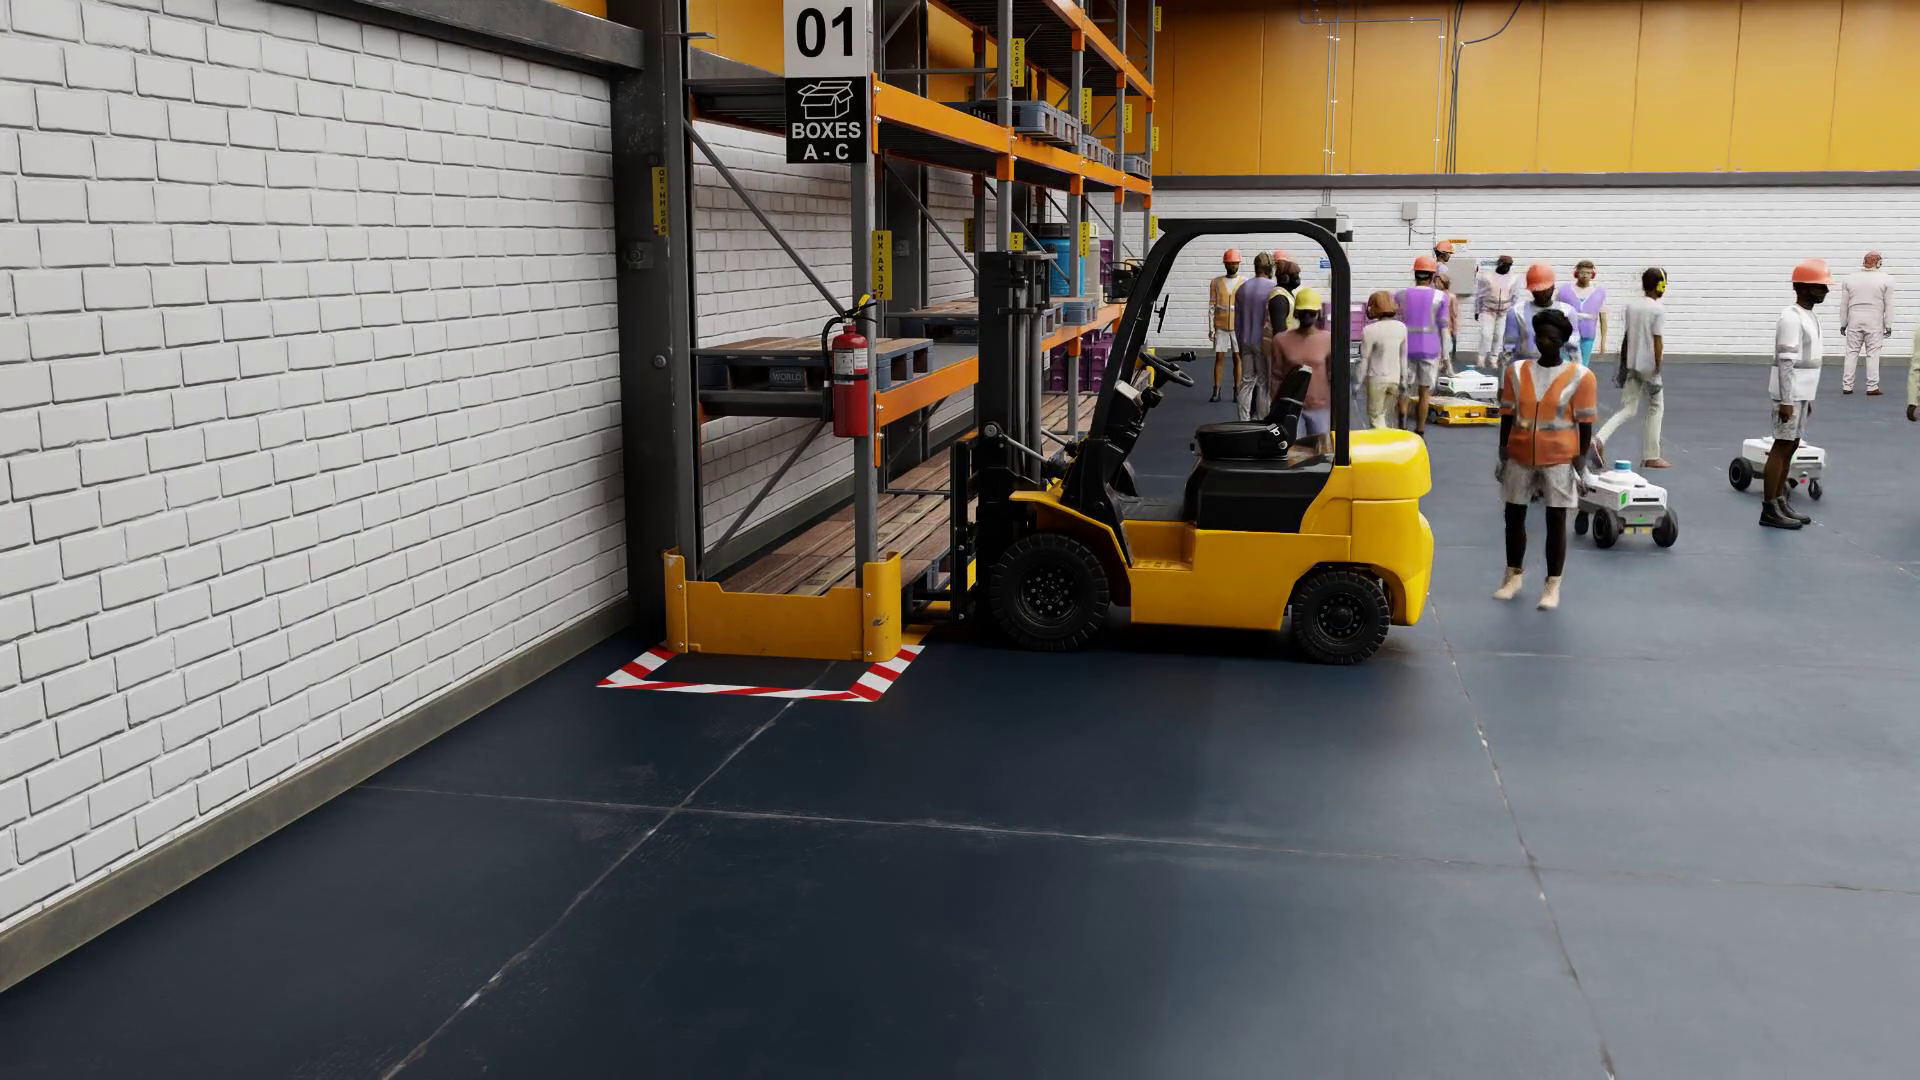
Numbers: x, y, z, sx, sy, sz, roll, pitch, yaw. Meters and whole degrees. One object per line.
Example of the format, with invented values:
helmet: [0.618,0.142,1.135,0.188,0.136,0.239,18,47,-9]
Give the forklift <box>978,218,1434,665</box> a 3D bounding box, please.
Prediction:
forklift: [1.285,-0.567,8.635,2.313,2.155,1.214,2,11,11]

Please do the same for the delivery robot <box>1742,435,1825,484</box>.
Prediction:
delivery robot: [6.677,-0.681,13.499,0.477,0.478,0.707,-1,10,-5]

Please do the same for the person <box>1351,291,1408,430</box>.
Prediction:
person: [3.640,-1.362,14.549,0.522,1.616,0.482,-6,12,-29]

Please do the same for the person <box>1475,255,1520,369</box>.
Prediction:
person: [8.502,-3.600,26.329,0.645,1.804,0.518,1,10,6]

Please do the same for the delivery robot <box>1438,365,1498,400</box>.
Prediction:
delivery robot: [6.084,-1.841,19.855,0.707,0.478,0.477,-3,11,-16]

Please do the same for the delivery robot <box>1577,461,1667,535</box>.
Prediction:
delivery robot: [4.538,-0.301,11.415,0.477,0.478,0.707,-1,10,-4]

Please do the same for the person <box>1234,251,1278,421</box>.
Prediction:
person: [3.083,-1.990,17.137,0.374,1.939,0.628,-7,13,-35]

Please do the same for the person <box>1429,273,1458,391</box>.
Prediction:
person: [6.606,-2.855,22.817,0.842,1.600,0.517,-6,12,-32]

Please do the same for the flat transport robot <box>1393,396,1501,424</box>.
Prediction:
flat transport robot: [5.562,-1.493,18.988,0.652,0.197,1.431,-2,11,-10]

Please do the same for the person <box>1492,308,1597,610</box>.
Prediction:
person: [3.298,-0.458,9.407,0.542,1.697,0.320,8,13,37]

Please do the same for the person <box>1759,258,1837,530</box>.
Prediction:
person: [6.046,-1.051,11.988,0.379,1.937,0.548,9,14,40]

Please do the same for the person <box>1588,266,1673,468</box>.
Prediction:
person: [6.092,-1.533,14.946,0.782,1.837,0.523,-4,11,-21]

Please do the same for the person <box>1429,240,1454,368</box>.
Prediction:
person: [7.687,-3.776,26.685,0.409,2.034,0.607,-1,10,-6]

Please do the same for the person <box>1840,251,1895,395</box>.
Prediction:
person: [12.033,-2.873,22.066,0.650,1.906,0.401,10,14,44]

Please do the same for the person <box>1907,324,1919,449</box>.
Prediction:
person: [7.397,-1.047,12.387,0.580,1.793,0.755,8,13,39]

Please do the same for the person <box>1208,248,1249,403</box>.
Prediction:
person: [3.412,-2.706,21.049,0.548,1.942,0.344,2,11,12]

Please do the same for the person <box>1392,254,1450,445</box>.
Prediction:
person: [4.575,-1.872,16.533,0.558,1.920,0.396,5,11,26]

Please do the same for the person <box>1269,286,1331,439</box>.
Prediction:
person: [2.542,-0.989,12.210,0.532,1.745,0.745,3,11,17]

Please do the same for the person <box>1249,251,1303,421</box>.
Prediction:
person: [3.493,-2.239,18.526,0.688,1.931,0.888,-2,11,-13]

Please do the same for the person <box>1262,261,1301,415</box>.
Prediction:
person: [3.276,-1.884,16.821,0.430,1.844,0.624,3,11,15]

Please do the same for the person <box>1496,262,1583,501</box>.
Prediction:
person: [4.621,-1.247,13.201,0.644,1.888,0.784,1,10,6]

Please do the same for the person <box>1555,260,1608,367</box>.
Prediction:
person: [7.082,-2.280,19.027,0.610,1.820,0.664,2,11,13]
